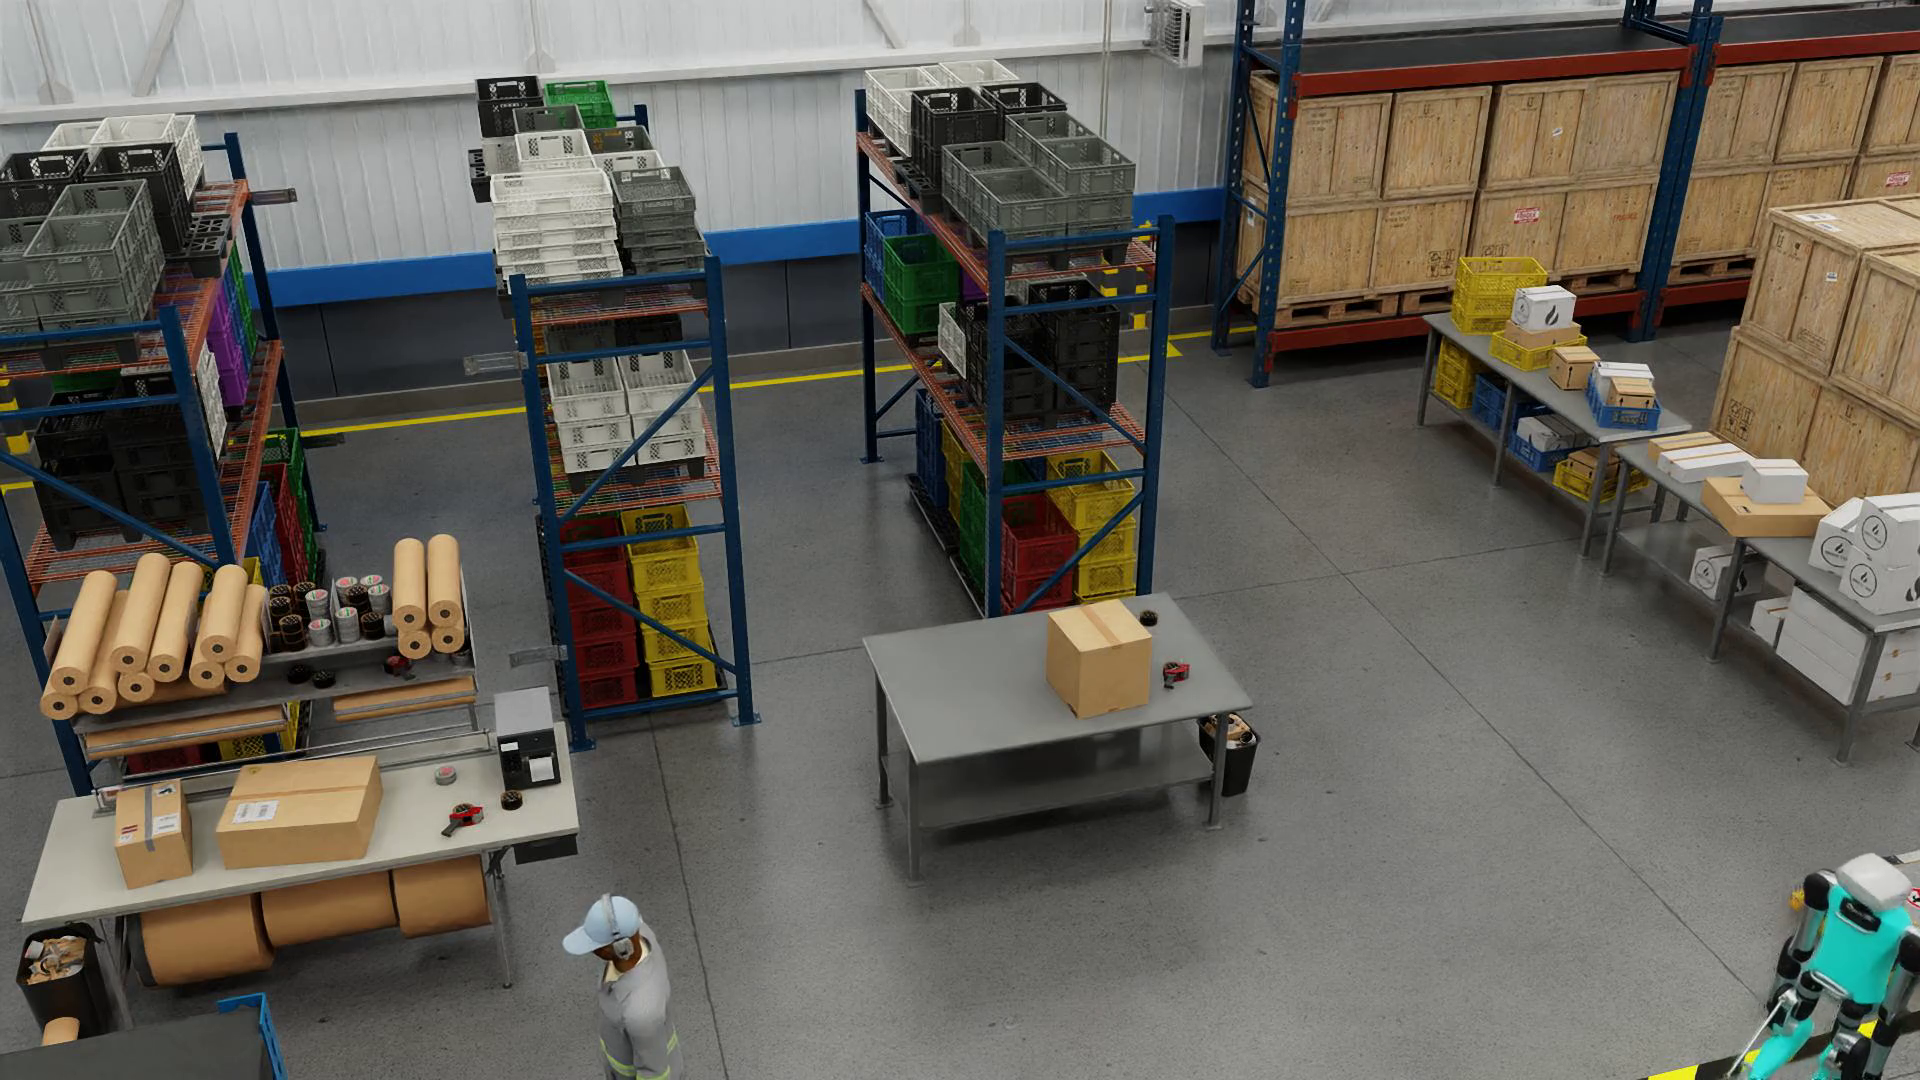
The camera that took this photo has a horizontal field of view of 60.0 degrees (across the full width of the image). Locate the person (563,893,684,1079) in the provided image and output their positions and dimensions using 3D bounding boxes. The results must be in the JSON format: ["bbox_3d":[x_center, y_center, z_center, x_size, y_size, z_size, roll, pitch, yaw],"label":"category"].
[{"bbox_3d":[-1.299,2.136,6.633,0.388,1.850,0.587,-9,30,-16],"label":"person"}]

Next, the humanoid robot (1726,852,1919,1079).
[{"bbox_3d":[3.338,2.131,6.785,0.974,1.772,0.534,-16,33,-26],"label":"humanoid robot"}]

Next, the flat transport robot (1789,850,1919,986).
[{"bbox_3d":[5.163,1.916,8.676,1.431,0.231,0.659,-8,30,-14],"label":"flat transport robot"}]
